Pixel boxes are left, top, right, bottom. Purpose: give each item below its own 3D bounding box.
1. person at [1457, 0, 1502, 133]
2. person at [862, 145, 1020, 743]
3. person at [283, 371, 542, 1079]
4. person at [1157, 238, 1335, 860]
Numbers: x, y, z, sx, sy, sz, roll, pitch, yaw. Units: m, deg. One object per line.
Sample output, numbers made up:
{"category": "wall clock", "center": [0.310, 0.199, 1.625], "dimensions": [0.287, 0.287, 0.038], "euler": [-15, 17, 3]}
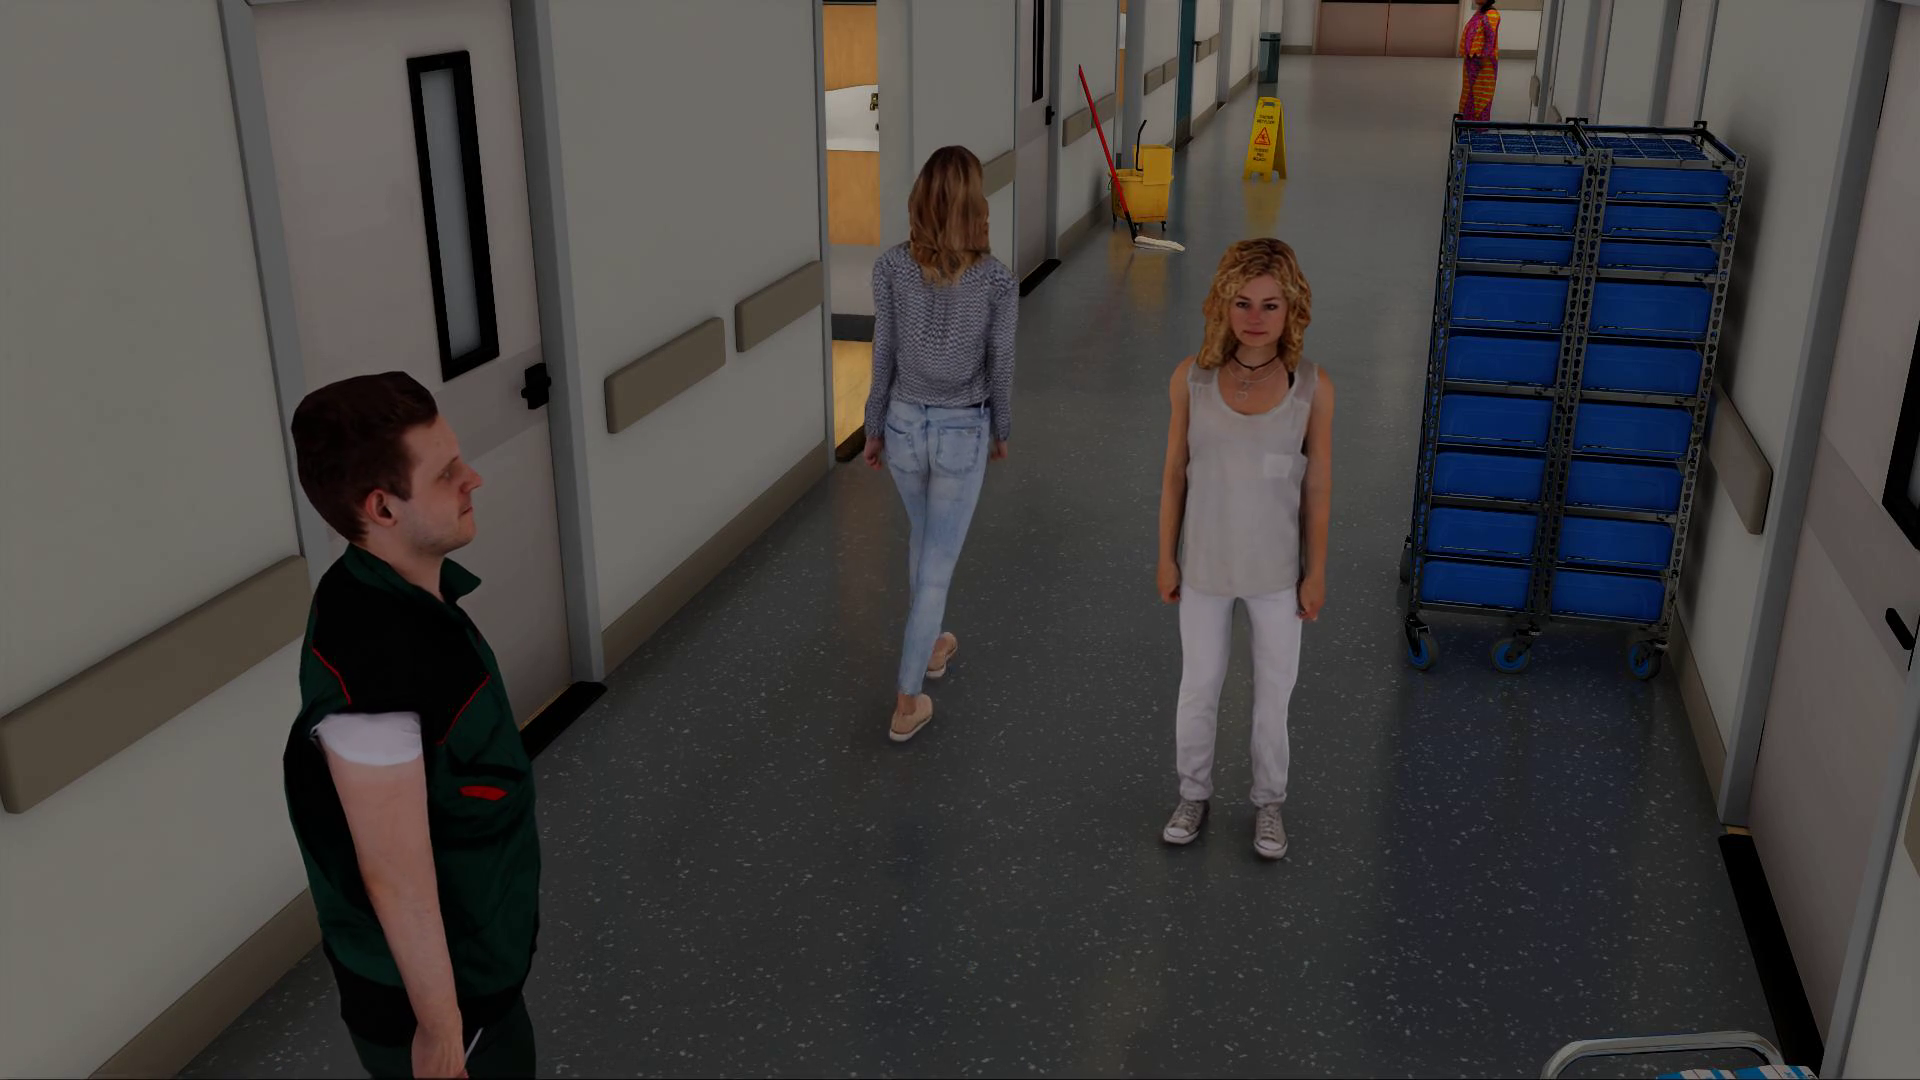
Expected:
{"category": "person", "center": [5.993, -5.596, 19.191], "dimensions": [0.781, 1.685, 0.678], "euler": [0, 21, -1]}
{"category": "person", "center": [-0.087, -0.232, 4.933], "dimensions": [0.639, 1.768, 0.913], "euler": [7, 22, 17]}
{"category": "person", "center": [-0.807, 0.625, 2.564], "dimensions": [0.795, 1.842, 0.710], "euler": [-8, 22, -20]}
{"category": "person", "center": [0.749, 0.032, 4.373], "dimensions": [0.585, 1.671, 0.524], "euler": [5, 21, 13]}
